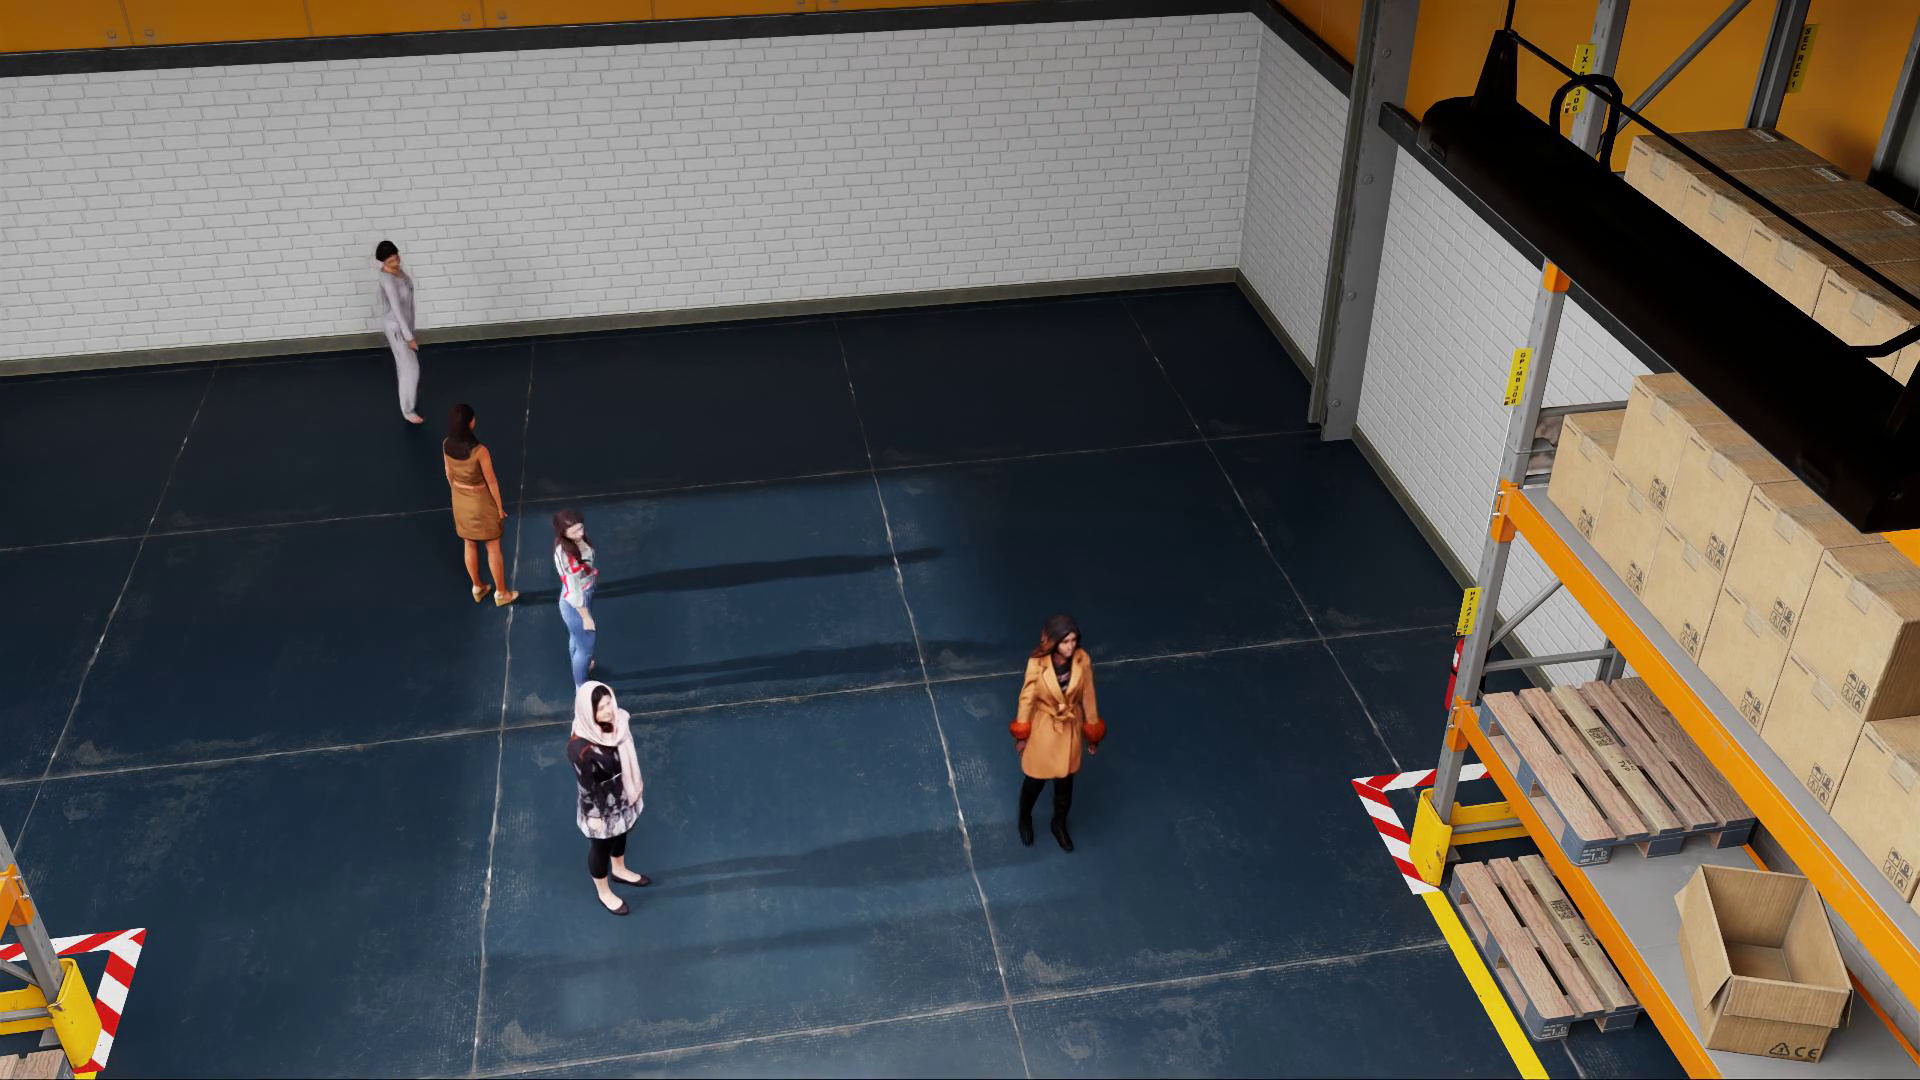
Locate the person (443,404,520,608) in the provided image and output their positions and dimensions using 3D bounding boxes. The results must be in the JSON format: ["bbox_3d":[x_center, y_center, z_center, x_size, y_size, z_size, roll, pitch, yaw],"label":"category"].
[{"bbox_3d":[-3.612,-0.255,12.415,0.648,1.687,0.668,13,36,18],"label":"person"}]

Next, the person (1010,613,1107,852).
[{"bbox_3d":[0.565,1.153,10.268,0.761,1.718,0.644,-8,35,-13],"label":"person"}]

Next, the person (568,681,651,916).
[{"bbox_3d":[-2.091,1.488,9.838,0.805,1.636,0.718,12,36,18],"label":"person"}]

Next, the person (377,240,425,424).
[{"bbox_3d":[-5.025,-1.909,14.841,0.804,1.755,0.476,-14,36,-20],"label":"person"}]

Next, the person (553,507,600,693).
[{"bbox_3d":[-2.664,0.402,11.505,0.787,1.600,0.497,-9,35,-14],"label":"person"}]
